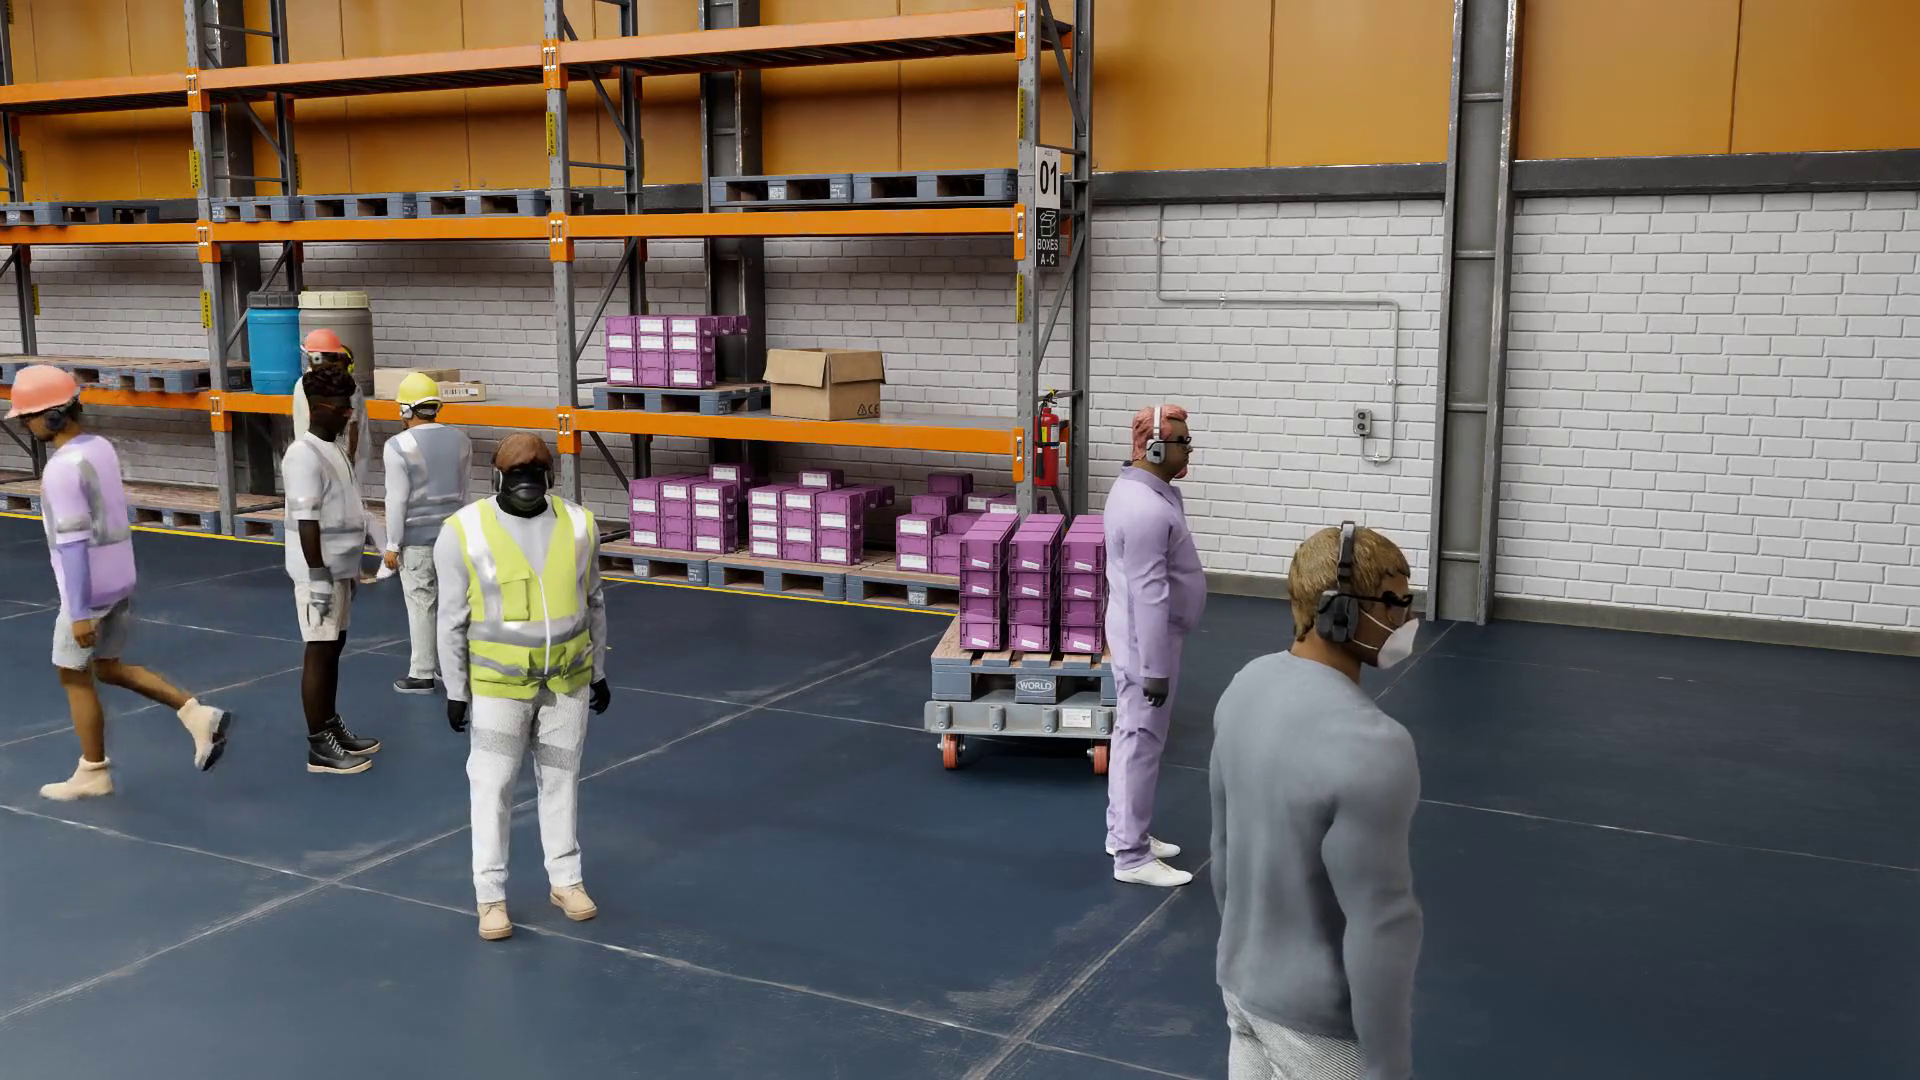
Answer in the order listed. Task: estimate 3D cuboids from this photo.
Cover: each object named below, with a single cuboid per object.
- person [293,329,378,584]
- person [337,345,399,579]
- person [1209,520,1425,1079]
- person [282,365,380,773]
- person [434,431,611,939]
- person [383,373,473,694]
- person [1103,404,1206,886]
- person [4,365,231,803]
[{"bbox_3d":[-4.692,-0.590,12.488,0.673,1.969,0.632,0,9,-1],"label":"person"},{"bbox_3d":[-4.762,-0.627,13.169,0.515,1.840,0.681,-3,10,-17],"label":"person"},{"bbox_3d":[0.699,0.922,3.289,0.379,1.937,0.629,-3,10,-16],"label":"person"},{"bbox_3d":[-3.056,0.136,8.056,0.373,1.960,0.601,-1,9,-8],"label":"person"},{"bbox_3d":[-1.573,0.518,6.076,0.634,1.839,0.429,-6,11,-33],"label":"person"},{"bbox_3d":[-3.057,-0.038,9.522,0.404,1.832,0.595,5,11,30],"label":"person"},{"bbox_3d":[0.765,0.412,6.559,0.403,1.900,0.647,0,9,2],"label":"person"},{"bbox_3d":[-3.795,0.209,7.483,0.767,2.002,0.675,-1,9,-7],"label":"person"}]
